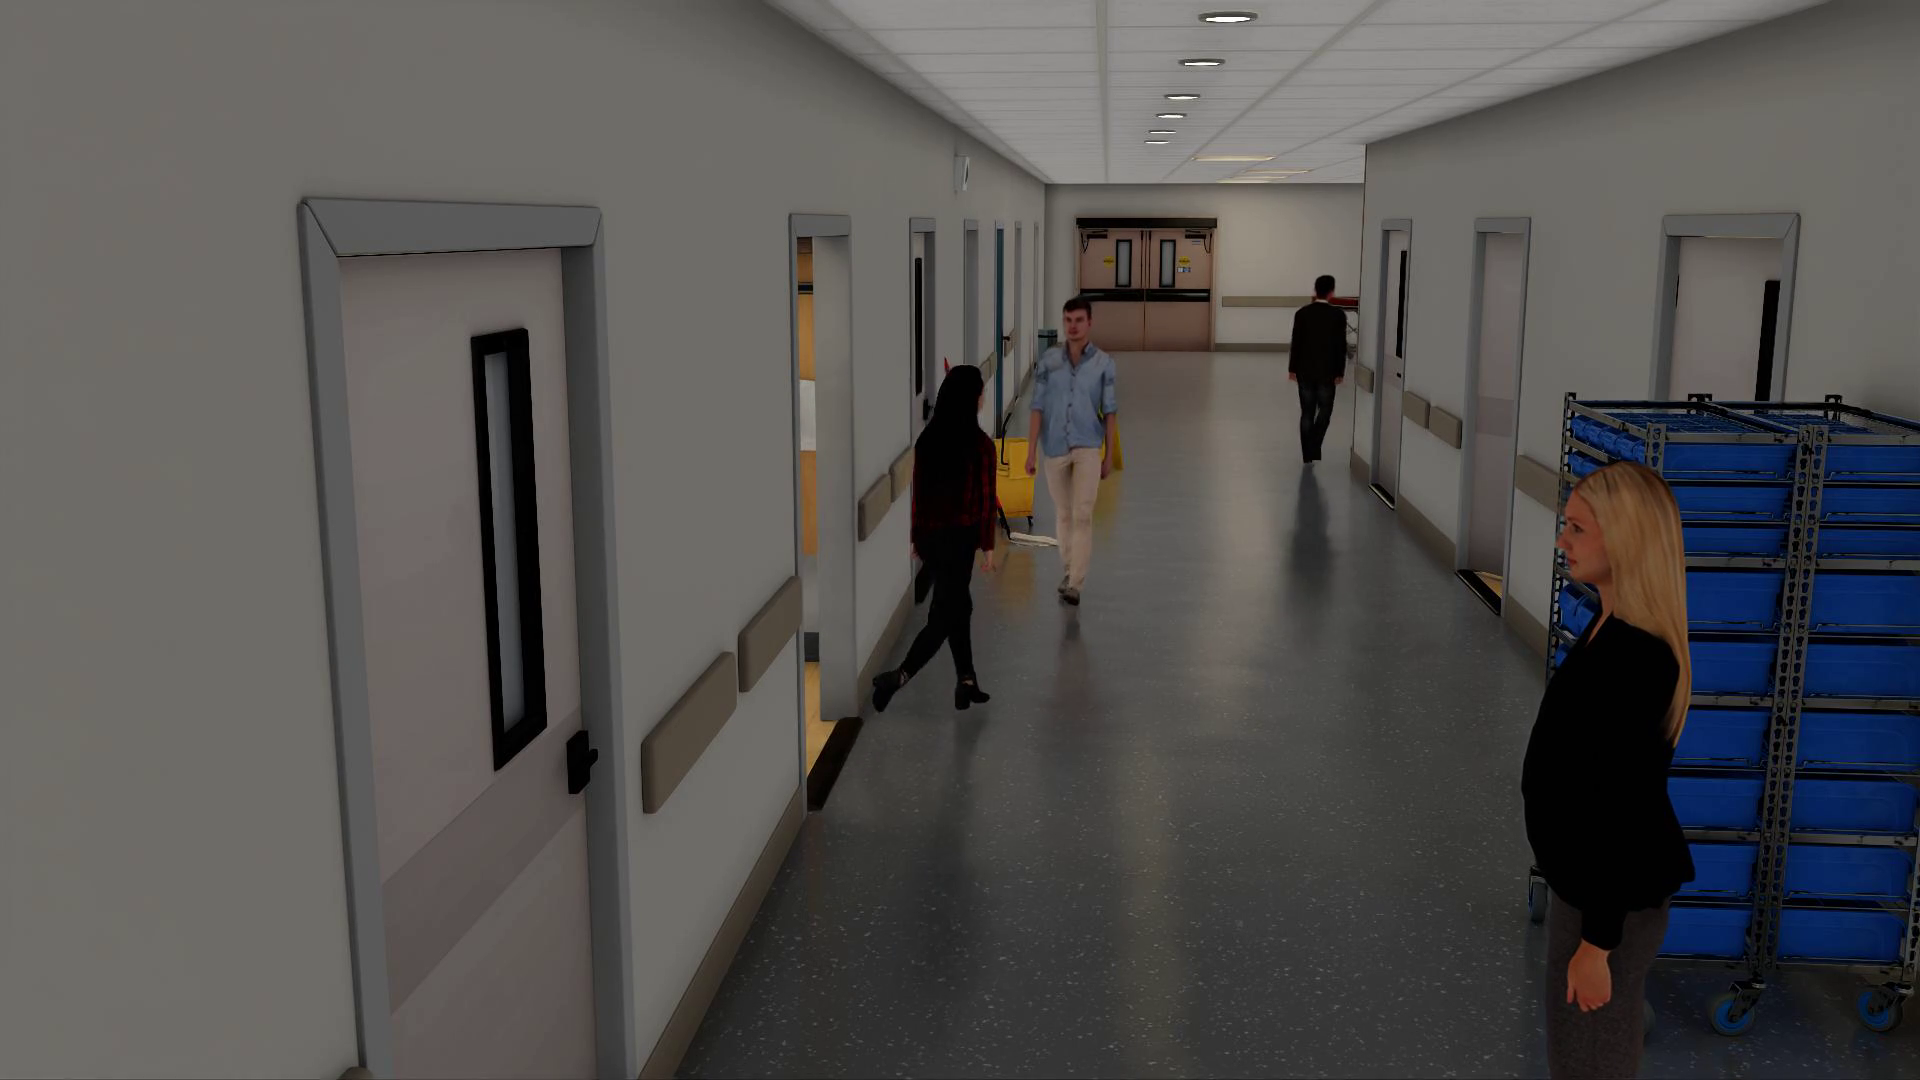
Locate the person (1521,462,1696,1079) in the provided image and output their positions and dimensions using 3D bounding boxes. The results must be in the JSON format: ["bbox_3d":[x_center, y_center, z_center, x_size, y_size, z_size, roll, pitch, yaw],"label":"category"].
[{"bbox_3d":[1.258,0.756,3.228,0.699,1.843,0.543,3,11,16],"label":"person"}]

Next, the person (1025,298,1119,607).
[{"bbox_3d":[0.701,-0.532,10.105,0.807,1.809,1.192,3,11,16],"label":"person"}]

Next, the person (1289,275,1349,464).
[{"bbox_3d":[3.371,-1.590,15.745,0.854,1.785,0.917,4,11,20],"label":"person"}]

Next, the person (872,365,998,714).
[{"bbox_3d":[-0.119,0.063,7.512,0.959,1.606,1.131,8,13,36],"label":"person"}]
